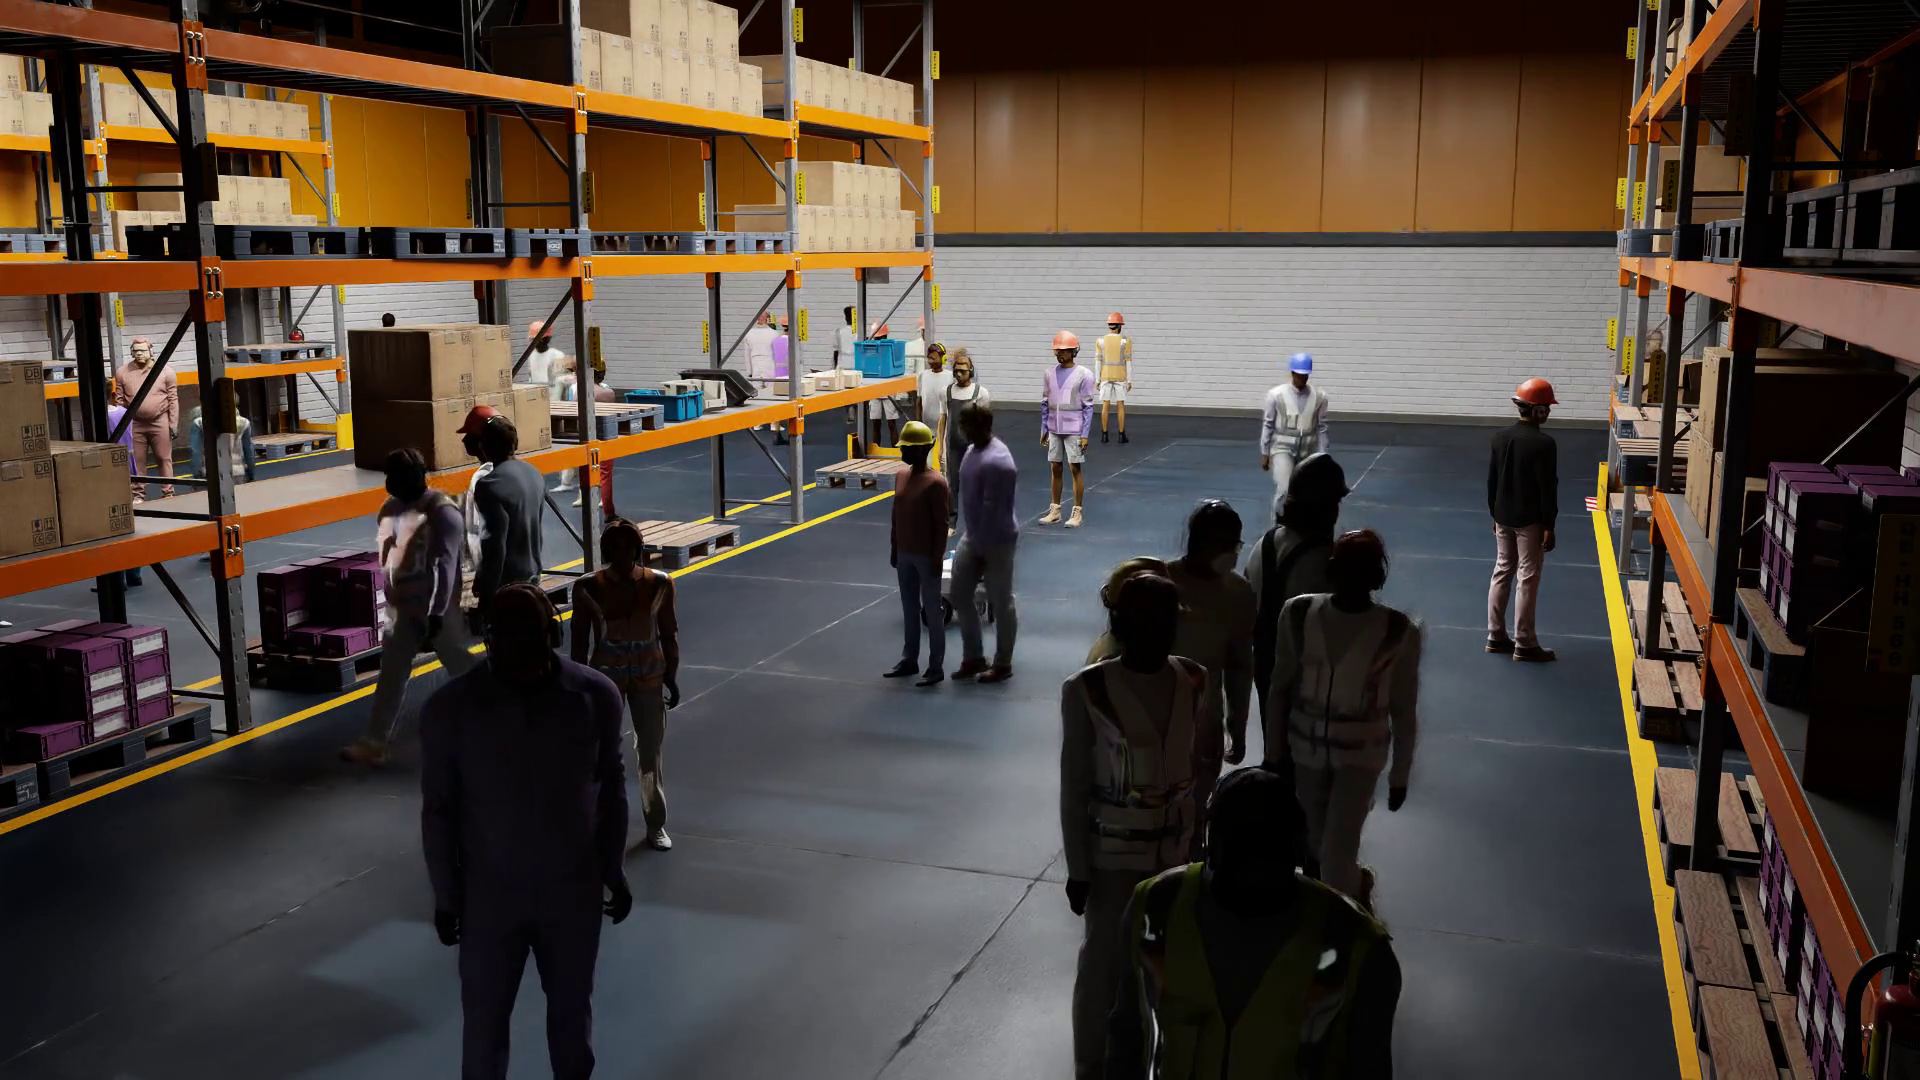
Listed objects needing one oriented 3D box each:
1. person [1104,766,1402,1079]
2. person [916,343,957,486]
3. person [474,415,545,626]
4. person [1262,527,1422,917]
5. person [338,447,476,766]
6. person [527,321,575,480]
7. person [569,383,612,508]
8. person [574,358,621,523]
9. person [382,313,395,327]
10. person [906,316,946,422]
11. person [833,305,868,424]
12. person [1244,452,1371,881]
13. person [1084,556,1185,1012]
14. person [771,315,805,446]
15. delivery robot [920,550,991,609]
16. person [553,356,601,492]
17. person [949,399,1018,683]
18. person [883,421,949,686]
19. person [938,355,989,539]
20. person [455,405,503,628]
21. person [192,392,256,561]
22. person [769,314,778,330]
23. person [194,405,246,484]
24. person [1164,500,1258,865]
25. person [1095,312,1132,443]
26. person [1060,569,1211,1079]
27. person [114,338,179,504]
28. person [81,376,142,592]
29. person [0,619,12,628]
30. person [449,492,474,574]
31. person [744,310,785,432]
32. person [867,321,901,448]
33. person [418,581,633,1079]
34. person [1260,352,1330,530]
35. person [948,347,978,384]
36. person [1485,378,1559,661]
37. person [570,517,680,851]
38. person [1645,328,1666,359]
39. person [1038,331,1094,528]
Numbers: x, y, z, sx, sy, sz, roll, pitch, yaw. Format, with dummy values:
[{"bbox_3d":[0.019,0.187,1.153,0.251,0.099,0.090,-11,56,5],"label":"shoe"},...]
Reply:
[{"bbox_3d":[0.603,1.381,3.598,0.625,1.846,0.429,4,11,21],"label":"person"},{"bbox_3d":[-0.260,-1.223,18.225,0.517,1.859,0.327,2,10,13],"label":"person"},{"bbox_3d":[-2.648,0.229,9.820,0.349,1.935,0.635,2,10,13],"label":"person"},{"bbox_3d":[1.539,0.841,6.624,0.588,1.857,0.866,6,12,31],"label":"person"},{"bbox_3d":[-3.083,0.372,9.424,0.638,1.793,0.957,5,11,28],"label":"person"},{"bbox_3d":[-5.087,-1.701,20.559,0.639,2.032,0.723,5,11,25],"label":"person"},{"bbox_3d":[-4.116,-1.200,18.536,0.541,1.698,0.316,2,10,12],"label":"person"},{"bbox_3d":[-3.818,-1.057,17.550,0.524,1.769,0.308,4,11,21],"label":"person"},{"bbox_3d":[-8.509,-2.431,24.897,0.592,1.913,0.392,-7,12,-36],"label":"person"},{"bbox_3d":[-0.442,-2.069,22.638,0.659,1.973,0.468,-5,11,-27],"label":"person"},{"bbox_3d":[-1.780,-2.837,27.072,0.608,1.950,0.606,2,10,10],"label":"person"},{"bbox_3d":[1.564,0.631,7.265,0.537,2.000,0.683,-5,11,-25],"label":"person"},{"bbox_3d":[0.614,0.958,6.019,0.404,1.829,0.591,1,10,4],"label":"person"},{"bbox_3d":[-2.499,-2.323,24.208,0.579,1.927,0.411,6,12,32],"label":"person"},{"bbox_3d":[-0.017,0.323,12.918,0.707,0.478,0.477,-3,11,-15],"label":"delivery robot"},{"bbox_3d":[-4.592,-1.381,19.805,0.328,1.613,0.636,8,13,39],"label":"person"},{"bbox_3d":[0.152,0.027,11.026,0.587,1.908,0.606,-7,12,-35],"label":"person"},{"bbox_3d":[-0.287,0.086,11.111,0.311,1.769,0.522,-9,14,-42],"label":"person"},{"bbox_3d":[0.031,-0.916,16.533,0.514,1.842,0.328,2,10,12],"label":"person"},{"bbox_3d":[-2.923,0.127,10.385,0.346,1.942,0.546,0,10,0],"label":"person"},{"bbox_3d":[-6.776,-0.591,15.342,0.535,1.611,0.442,-4,11,-23],"label":"person"},{"bbox_3d":[-3.205,-2.924,28.060,0.308,1.769,0.525,-2,10,-13],"label":"person"},{"bbox_3d":[-7.351,-0.808,16.537,0.506,1.620,0.384,2,10,9],"label":"person"},{"bbox_3d":[0.927,0.769,6.857,0.654,1.909,0.470,-6,12,-30],"label":"person"},{"bbox_3d":[2.275,-2.393,24.595,0.548,1.934,0.375,3,10,16],"label":"person"},{"bbox_3d":[0.587,1.030,5.465,0.573,1.883,0.356,-6,12,-29],"label":"person"},{"bbox_3d":[-8.988,-1.279,18.404,0.641,1.908,0.407,-3,11,-18],"label":"person"},{"bbox_3d":[-7.177,-0.479,14.069,0.389,1.844,0.563,1,10,6],"label":"person"},{"bbox_3d":[-7.432,-0.103,12.543,0.279,1.632,0.502,2,10,11],"label":"person"},{"bbox_3d":[-4.505,-0.604,14.749,0.577,1.849,0.609,3,10,14],"label":"person"},{"bbox_3d":[-3.055,-2.653,26.150,0.642,1.906,0.410,3,11,19],"label":"person"},{"bbox_3d":[-1.030,-1.908,21.883,0.541,1.930,0.383,3,11,17],"label":"person"},{"bbox_3d":[-1.331,1.065,5.196,0.642,1.909,0.399,-5,11,-26],"label":"person"},{"bbox_3d":[3.194,-0.830,15.852,0.617,1.916,0.571,-2,10,-9],"label":"person"},{"bbox_3d":[0.059,-1.690,21.571,0.501,1.605,0.588,-5,11,-24],"label":"person"},{"bbox_3d":[4.003,-0.147,11.775,0.395,1.992,0.622,-4,11,-22],"label":"person"},{"bbox_3d":[-1.604,0.701,8.000,0.522,1.640,0.306,-3,11,-19],"label":"person"},{"bbox_3d":[8.800,-1.781,21.302,0.650,1.884,0.787,-2,10,-12],"label":"person"},{"bbox_3d":[1.089,-1.145,17.260,0.608,2.044,0.371,7,12,35],"label":"person"}]
